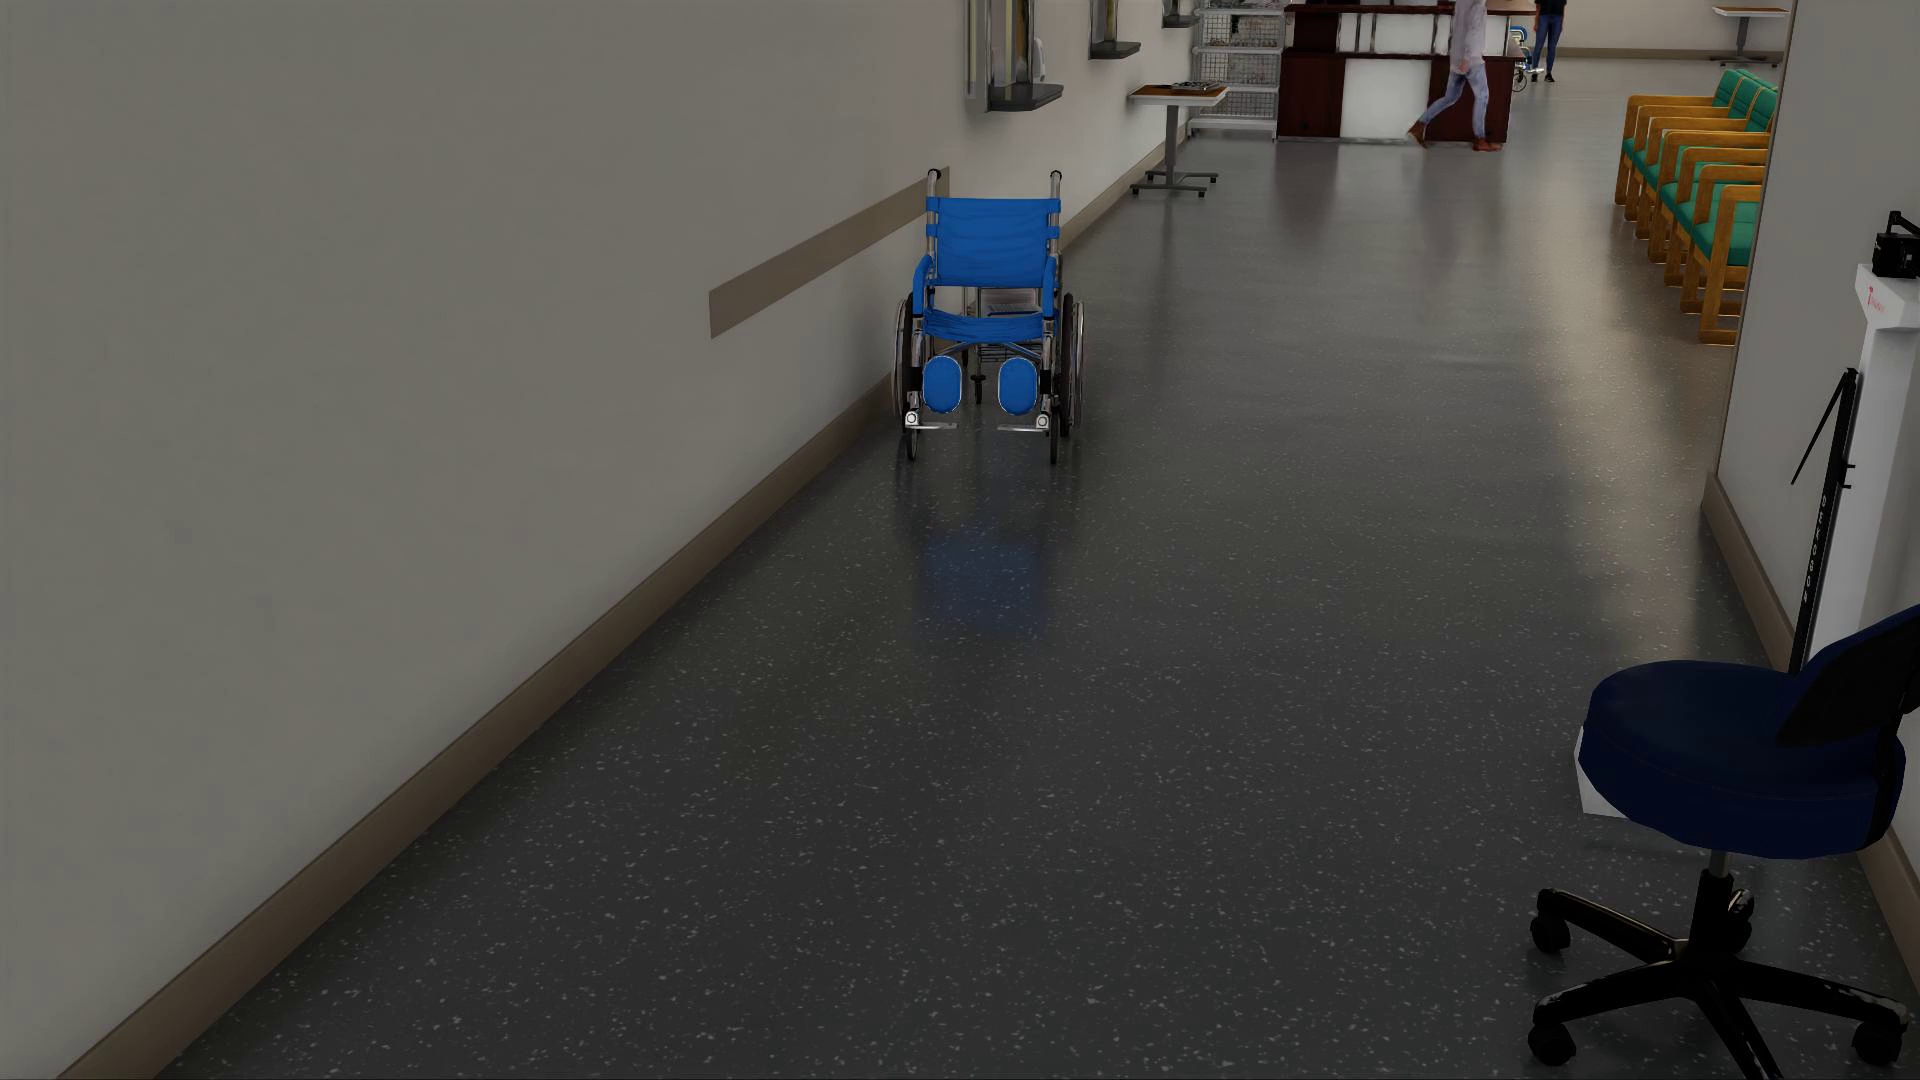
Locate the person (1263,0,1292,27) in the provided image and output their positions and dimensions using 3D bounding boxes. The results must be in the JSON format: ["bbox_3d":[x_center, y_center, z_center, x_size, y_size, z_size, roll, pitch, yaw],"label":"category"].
[{"bbox_3d":[6.499,-11.431,33.891,0.921,1.831,0.766,12,24,29],"label":"person"}]

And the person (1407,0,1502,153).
[{"bbox_3d":[4.768,-4.611,15.916,1.250,1.808,0.981,-3,21,-7],"label":"person"}]

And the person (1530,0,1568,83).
[{"bbox_3d":[8.107,-7.145,22.877,0.584,1.617,0.702,2,21,4],"label":"person"}]
